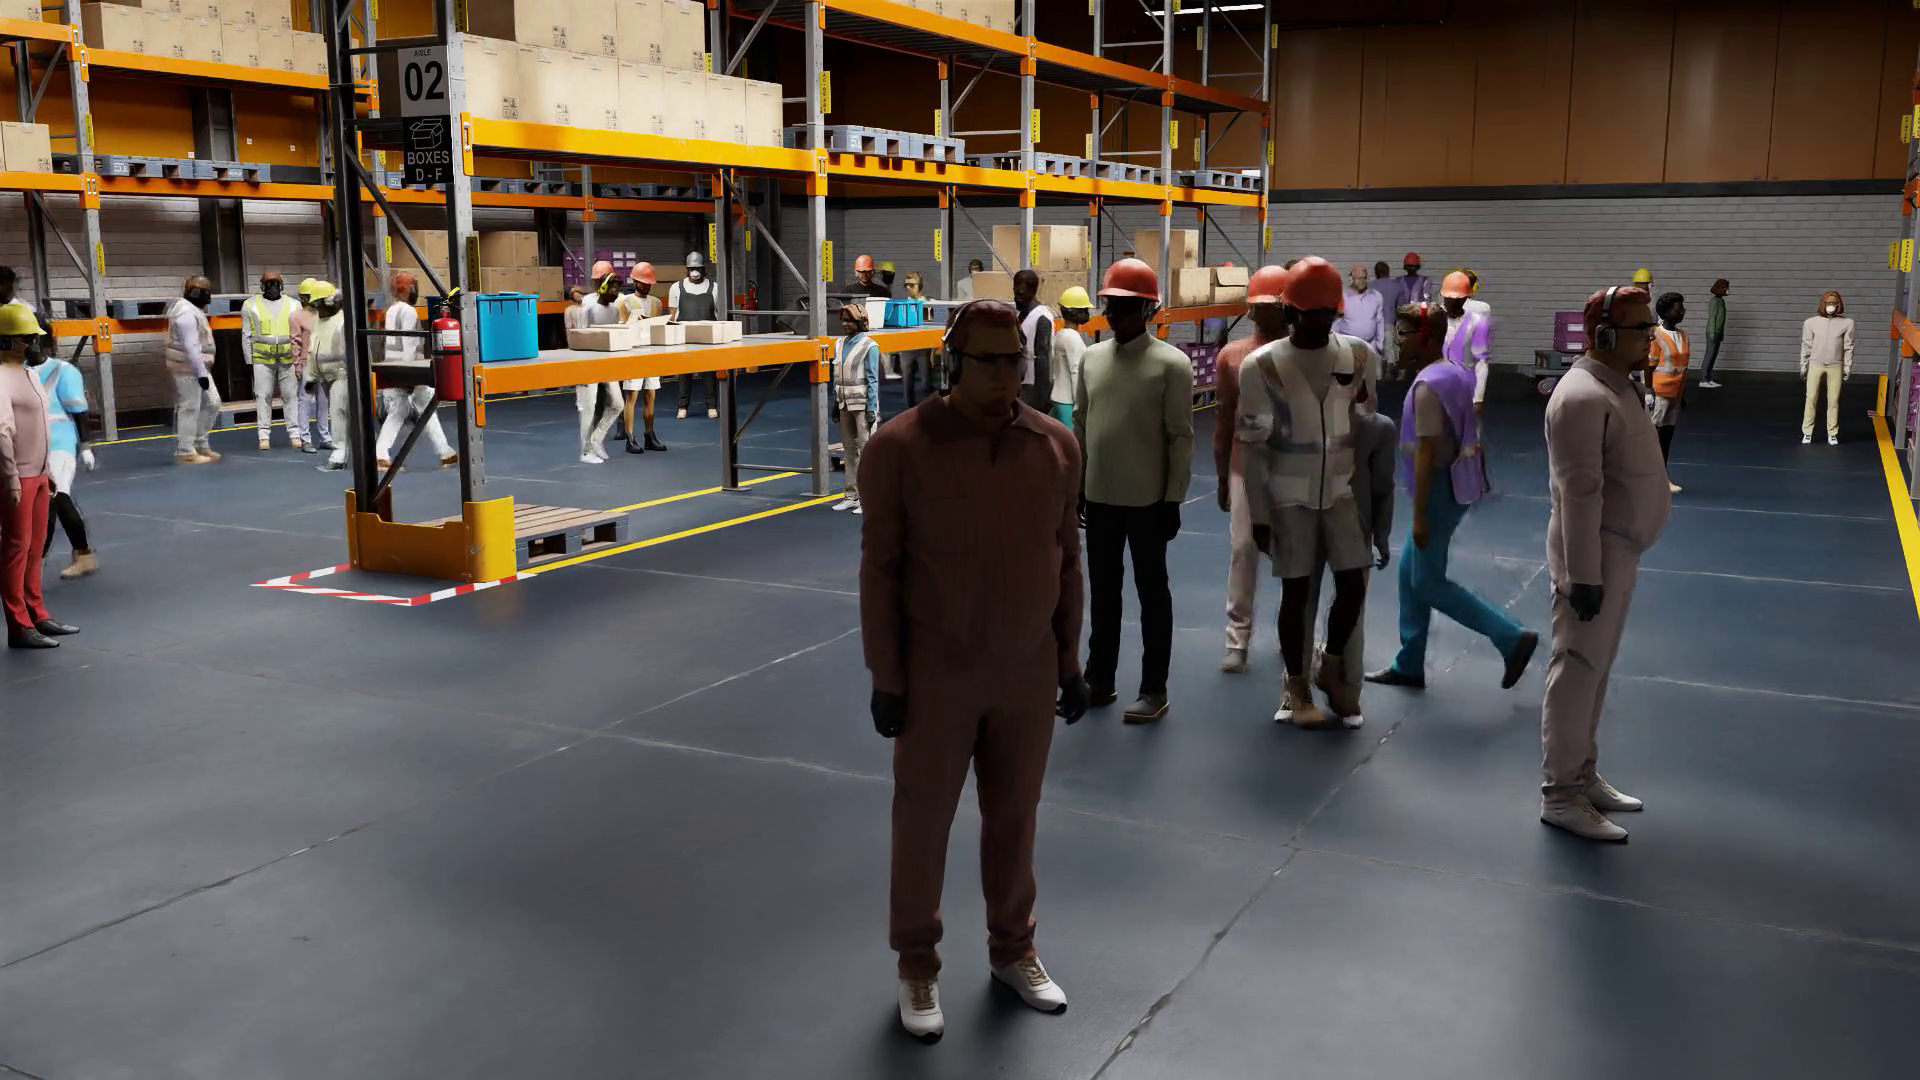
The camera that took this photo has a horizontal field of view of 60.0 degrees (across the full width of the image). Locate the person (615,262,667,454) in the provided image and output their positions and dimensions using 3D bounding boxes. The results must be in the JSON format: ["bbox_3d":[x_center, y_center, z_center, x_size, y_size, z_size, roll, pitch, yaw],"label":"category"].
[{"bbox_3d":[-3.211,-1.842,16.868,0.369,1.929,0.542,9,13,43],"label":"person"}]

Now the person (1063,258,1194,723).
[{"bbox_3d":[0.723,-0.213,7.235,0.613,1.997,0.374,8,13,40],"label":"person"}]

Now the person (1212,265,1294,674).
[{"bbox_3d":[1.545,-0.357,8.194,0.627,1.989,0.679,3,10,18],"label":"person"}]

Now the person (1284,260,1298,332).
[{"bbox_3d":[4.012,-2.382,19.965,0.353,1.936,0.633,6,11,29],"label":"person"}]

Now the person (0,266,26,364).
[{"bbox_3d":[-9.135,-1.678,16.006,1.055,1.898,0.637,-8,13,-39],"label":"person"}]

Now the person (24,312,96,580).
[{"bbox_3d":[-5.584,-0.530,10.015,0.552,1.656,0.845,3,10,18],"label":"person"}]

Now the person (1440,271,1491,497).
[{"bbox_3d":[3.998,-1.214,13.397,0.593,1.881,1.014,8,13,40],"label":"person"}]

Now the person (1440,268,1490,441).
[{"bbox_3d":[4.856,-1.681,16.098,0.520,1.873,0.333,3,10,17],"label":"person"}]

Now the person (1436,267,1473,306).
[{"bbox_3d":[7.365,-3.163,24.858,0.622,1.811,0.632,-2,10,-11],"label":"person"}]

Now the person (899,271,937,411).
[{"bbox_3d":[-0.455,-2.111,18.730,0.521,1.826,0.693,4,11,23],"label":"person"}]

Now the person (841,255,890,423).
[{"bbox_3d":[-1.123,-2.380,19.783,0.616,1.993,0.395,-2,10,-11],"label":"person"}]

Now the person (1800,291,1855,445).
[{"bbox_3d":[9.159,-1.816,17.594,0.498,1.624,0.280,5,11,26],"label":"person"}]

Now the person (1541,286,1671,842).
[{"bbox_3d":[2.262,0.073,5.843,0.410,1.909,0.643,6,11,30],"label":"person"}]

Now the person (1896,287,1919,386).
[{"bbox_3d":[12.199,-2.588,21.218,0.382,1.917,0.585,3,10,16],"label":"person"}]

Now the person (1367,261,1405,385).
[{"bbox_3d":[6.430,-3.277,25.254,0.637,1.907,0.680,1,10,6],"label":"person"}]

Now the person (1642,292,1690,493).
[{"bbox_3d":[5.901,-1.222,13.936,0.535,1.700,0.318,-6,11,-31],"label":"person"}]

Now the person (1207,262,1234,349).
[{"bbox_3d":[3.835,-3.277,25.363,0.928,1.891,0.580,-1,10,-6],"label":"person"}]

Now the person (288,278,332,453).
[{"bbox_3d":[-6.561,-1.772,16.931,0.314,1.768,0.526,5,11,28],"label":"person"}]

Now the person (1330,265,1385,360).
[{"bbox_3d":[4.727,-2.338,19.865,0.648,1.886,0.764,-2,10,-9],"label":"person"}]

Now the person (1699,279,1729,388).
[{"bbox_3d":[11.379,-3.106,25.052,0.288,1.627,0.502,8,13,39],"label":"person"}]

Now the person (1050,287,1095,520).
[{"bbox_3d":[0.853,-1.031,12.635,0.320,1.769,0.523,-2,10,-9],"label":"person"}]

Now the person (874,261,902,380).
[{"bbox_3d":[-1.234,-3.477,26.464,0.878,1.882,0.594,3,10,15],"label":"person"}]

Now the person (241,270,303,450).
[{"bbox_3d":[-7.073,-1.856,17.195,0.627,1.844,0.429,-5,11,-29],"label":"person"}]

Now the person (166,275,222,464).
[{"bbox_3d":[-7.292,-1.610,15.868,0.514,1.809,0.654,-3,10,-17],"label":"person"}]

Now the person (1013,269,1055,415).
[{"bbox_3d":[0.498,-1.223,13.382,0.696,1.887,0.605,-2,10,-12],"label":"person"}]

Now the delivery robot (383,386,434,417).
[{"bbox_3d":[-6.548,-1.704,19.766,0.477,0.478,0.707,2,10,8],"label":"delivery robot"}]

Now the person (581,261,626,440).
[{"bbox_3d":[-3.815,-2.036,17.961,0.551,1.935,0.375,1,10,4],"label":"person"}]

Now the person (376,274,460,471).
[{"bbox_3d":[-5.105,-1.548,15.457,0.902,1.824,0.658,-8,13,-38],"label":"person"}]

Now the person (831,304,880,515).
[{"bbox_3d":[-0.803,-1.016,12.944,0.313,1.633,0.511,-8,13,-39],"label":"person"}]

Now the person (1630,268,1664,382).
[{"bbox_3d":[8.329,-2.409,20.421,0.591,1.833,0.403,7,12,36],"label":"person"}]

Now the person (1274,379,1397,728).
[{"bbox_3d":[1.592,-0.011,7.111,0.498,1.634,0.281,3,10,18],"label":"person"}]

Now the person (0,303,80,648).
[{"bbox_3d":[-4.814,-0.331,8.587,0.312,1.768,0.522,-2,10,-9],"label":"person"}]

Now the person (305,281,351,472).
[{"bbox_3d":[-5.847,-1.552,15.701,0.598,1.775,0.857,6,11,30],"label":"person"}]

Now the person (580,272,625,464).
[{"bbox_3d":[-3.471,-1.649,15.991,0.401,1.840,0.620,7,12,36],"label":"person"}]

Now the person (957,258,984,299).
[{"bbox_3d":[0.256,-3.467,26.254,0.631,1.935,0.368,2,10,12],"label":"person"}]

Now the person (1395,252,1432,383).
[{"bbox_3d":[6.995,-3.436,25.838,0.605,2.029,0.446,5,11,25],"label":"person"}]

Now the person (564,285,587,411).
[{"bbox_3d":[-4.884,-2.468,21.415,0.398,1.614,0.573,6,12,31],"label":"person"}]

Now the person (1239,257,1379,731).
[{"bbox_3d":[1.480,-0.167,6.960,0.665,2.000,0.528,-1,10,-8],"label":"person"}]

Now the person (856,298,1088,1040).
[{"bbox_3d":[0.055,0.330,4.359,0.638,1.908,0.409,-4,11,-24],"label":"person"}]

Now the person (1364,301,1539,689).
[{"bbox_3d":[2.247,-0.177,7.570,0.707,1.816,0.570,4,11,23],"label":"person"}]

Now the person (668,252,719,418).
[{"bbox_3d":[-3.214,-2.502,20.358,0.684,2.000,0.538,-2,10,-11],"label":"person"}]
